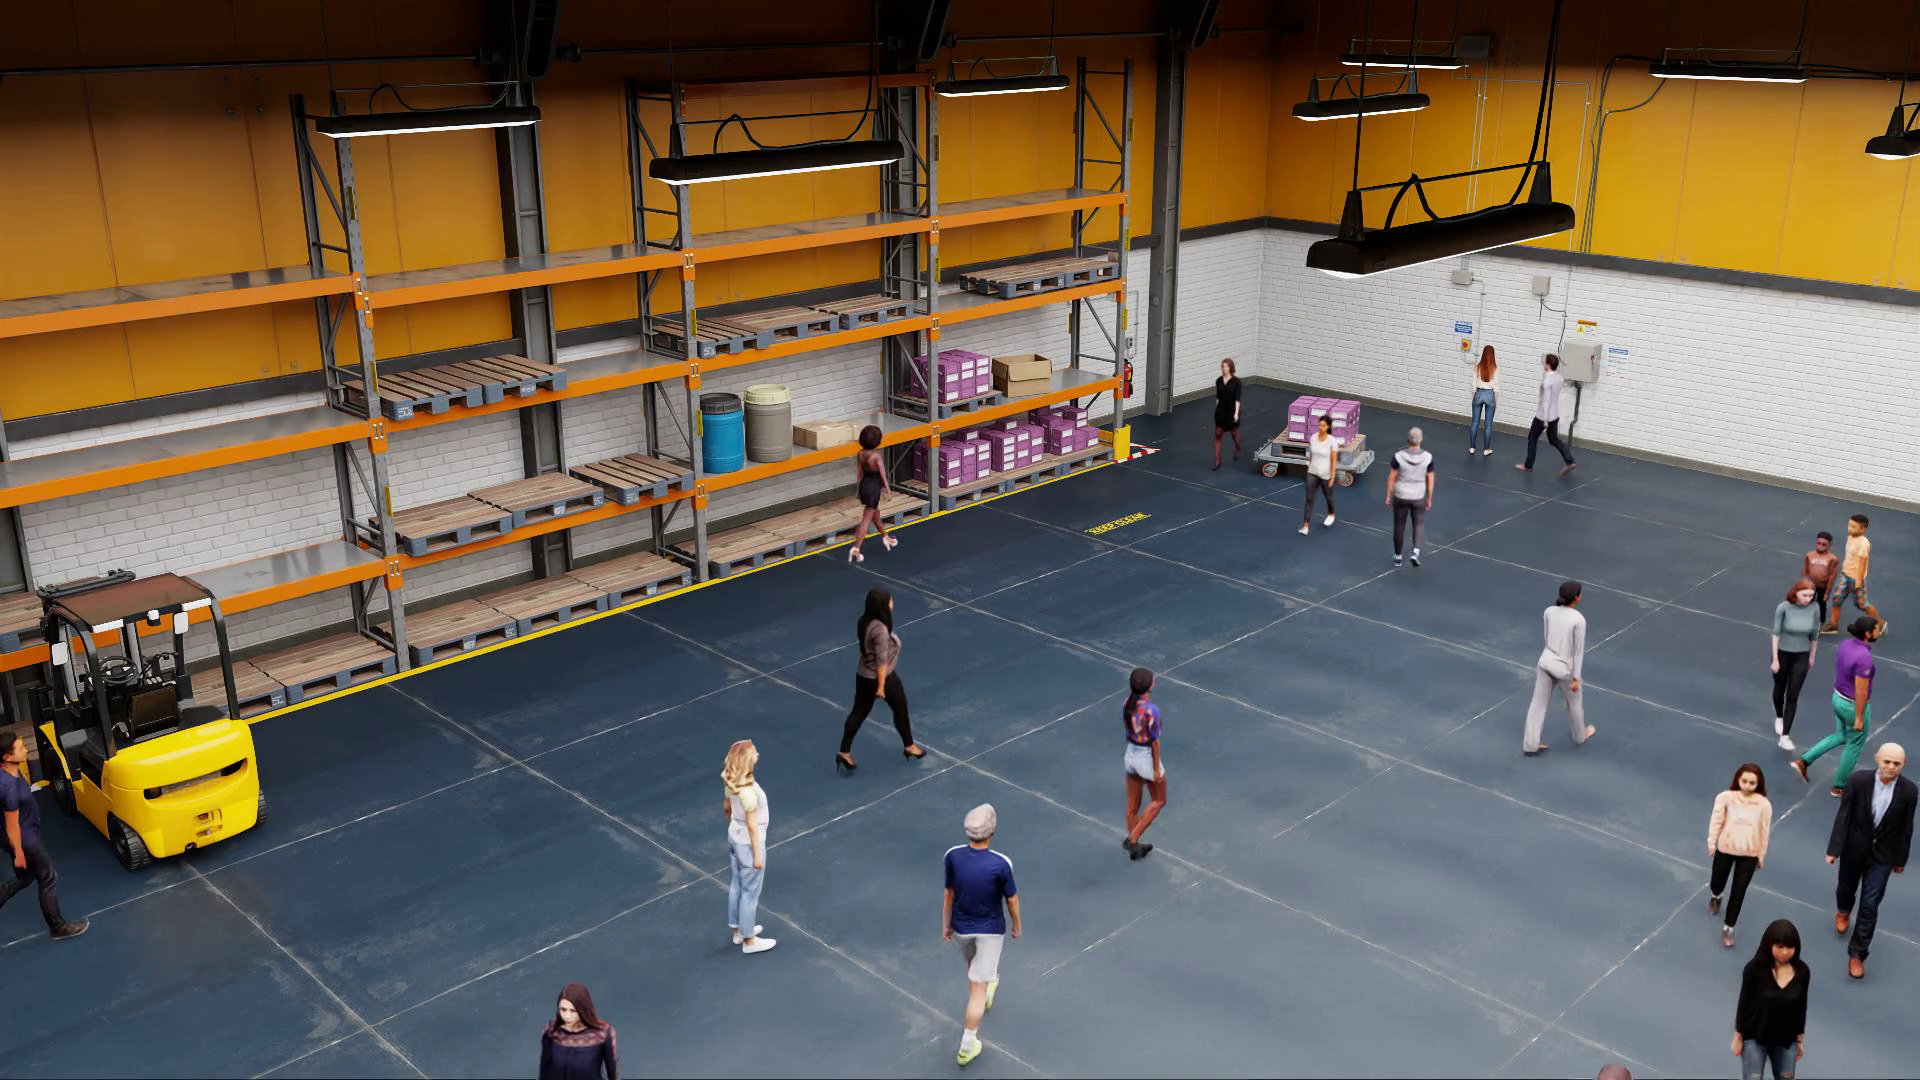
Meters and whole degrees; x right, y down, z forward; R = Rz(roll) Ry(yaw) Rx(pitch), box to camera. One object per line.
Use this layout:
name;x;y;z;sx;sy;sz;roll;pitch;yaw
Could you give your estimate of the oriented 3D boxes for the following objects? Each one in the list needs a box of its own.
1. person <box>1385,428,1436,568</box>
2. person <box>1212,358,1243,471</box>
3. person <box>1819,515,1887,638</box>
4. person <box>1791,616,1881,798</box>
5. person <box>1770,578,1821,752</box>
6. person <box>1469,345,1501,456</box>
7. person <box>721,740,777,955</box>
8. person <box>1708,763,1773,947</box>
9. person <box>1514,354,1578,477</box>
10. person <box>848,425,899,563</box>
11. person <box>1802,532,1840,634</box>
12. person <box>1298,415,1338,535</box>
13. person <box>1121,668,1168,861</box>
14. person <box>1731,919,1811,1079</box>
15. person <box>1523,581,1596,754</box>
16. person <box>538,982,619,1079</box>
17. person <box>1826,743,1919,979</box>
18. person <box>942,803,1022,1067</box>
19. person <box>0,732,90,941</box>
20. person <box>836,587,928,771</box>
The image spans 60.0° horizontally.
person;5.626;-0.488;20.799;0.959;1.815;1.038;3;19;9
person;4.115;-1.919;25.275;0.744;1.669;1.102;12;22;31
person;10.120;0.419;18.702;0.988;1.433;0.874;-3;19;-9
person;7.927;1.503;14.983;1.005;1.752;0.954;1;19;2
person;8.047;1.136;16.165;0.904;1.695;1.103;5;19;13
person;8.205;-2.200;26.016;0.631;1.728;0.606;10;21;26
person;-1.630;2.313;12.625;0.615;1.723;0.676;-11;22;-30
person;5.994;2.379;12.825;0.724;1.470;0.854;8;20;22
person;8.845;-1.835;24.784;1.080;1.823;0.771;-16;24;-39
person;-1.190;-0.536;21.062;0.583;1.737;1.082;17;25;42
person;9.705;0.514;18.747;0.561;1.224;0.903;15;24;38
person;4.885;-0.876;22.293;0.671;1.596;1.180;14;23;36
person;1.454;1.896;13.845;0.669;1.735;0.641;-14;23;-35
person;5.080;3.077;10.484;0.776;1.641;0.842;2;19;7
person;5.643;1.248;15.826;1.106;1.698;0.812;-12;22;-32
person;-2.238;3.313;9.885;0.928;1.577;1.062;4;19;11
person;6.836;2.311;12.539;0.917;1.781;1.233;10;21;27
person;0.102;2.712;11.342;0.993;1.786;1.270;7;20;19
person;-7.207;2.294;12.609;1.086;1.769;0.772;-12;22;-31
person;-0.862;1.340;15.408;1.183;1.790;0.827;-11;22;-29
